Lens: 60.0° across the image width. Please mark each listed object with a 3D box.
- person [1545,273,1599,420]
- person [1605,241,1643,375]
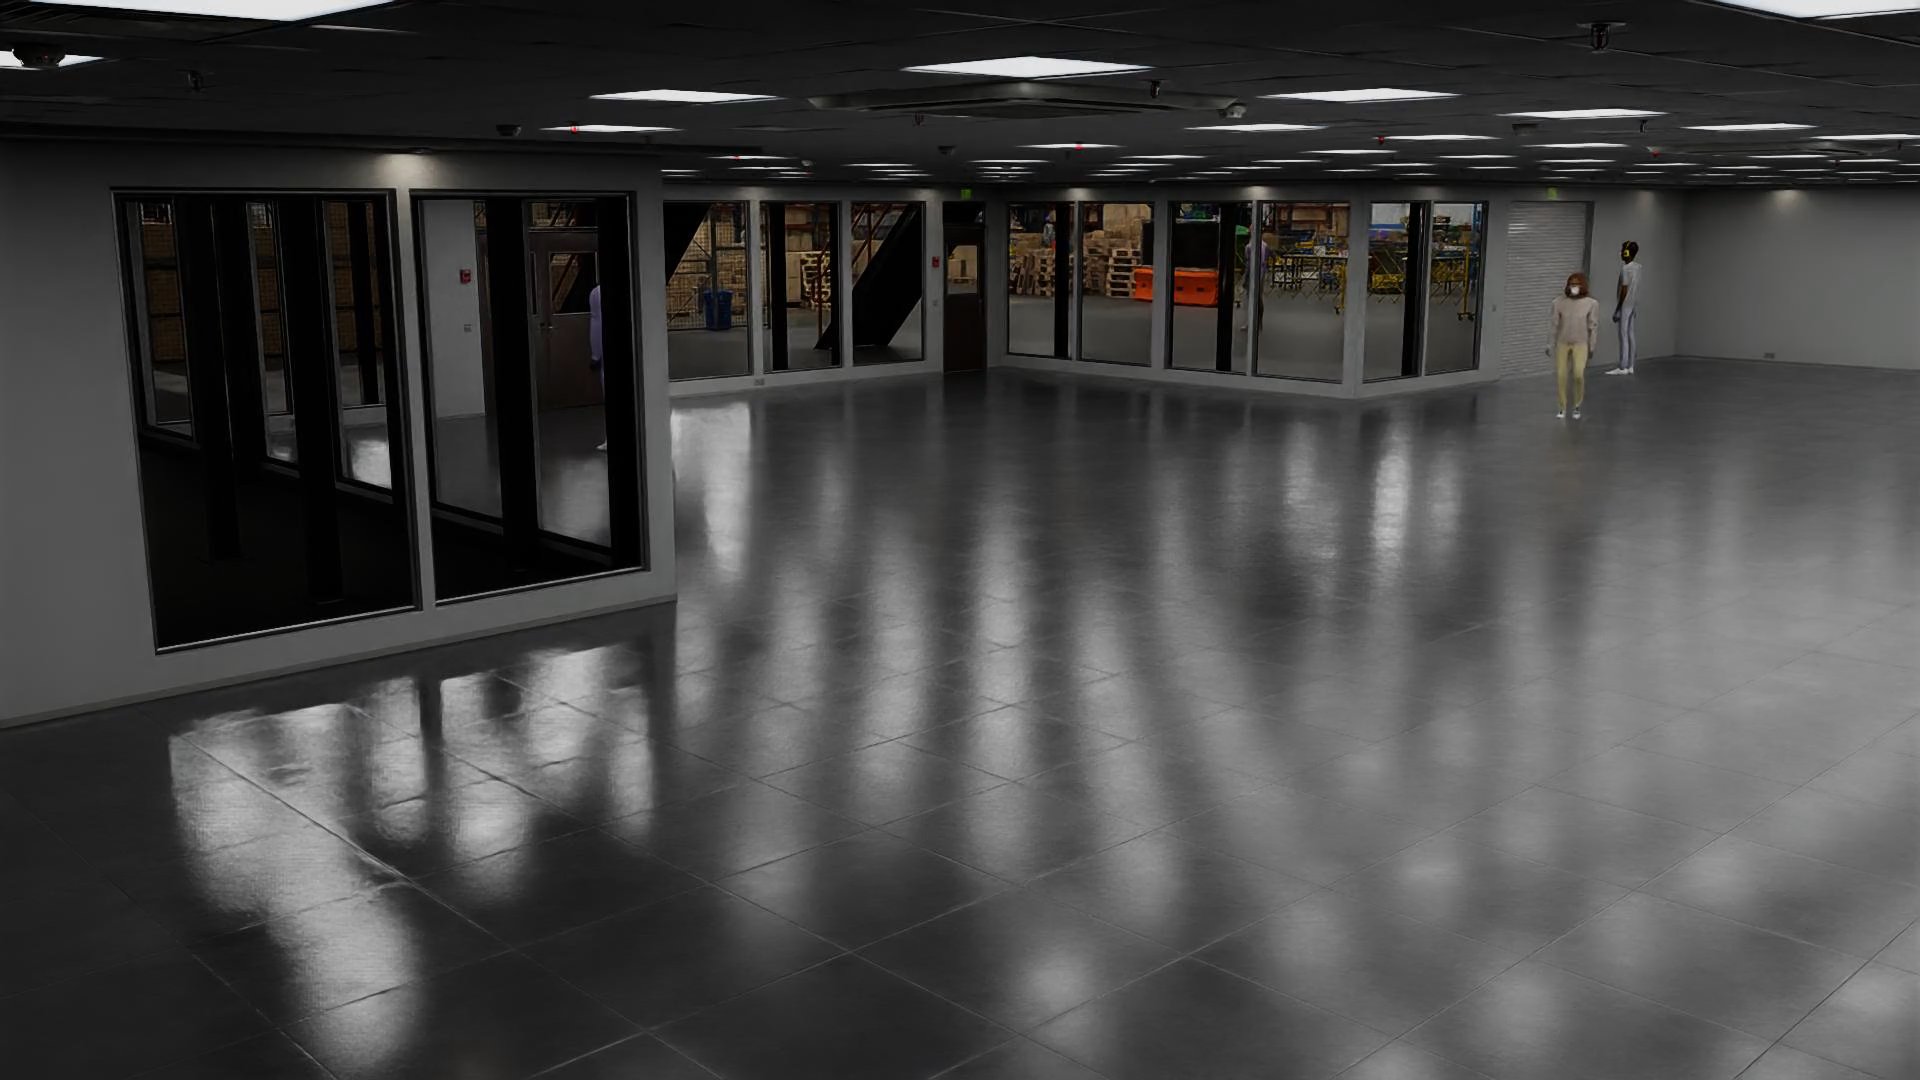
[{"bbox_3d":[6.750,-2.131,18.384,0.511,1.618,0.521,6,13,28],"label":"person"},{"bbox_3d":[9.323,-3.241,23.300,0.509,1.872,0.328,-11,16,-43],"label":"person"}]
